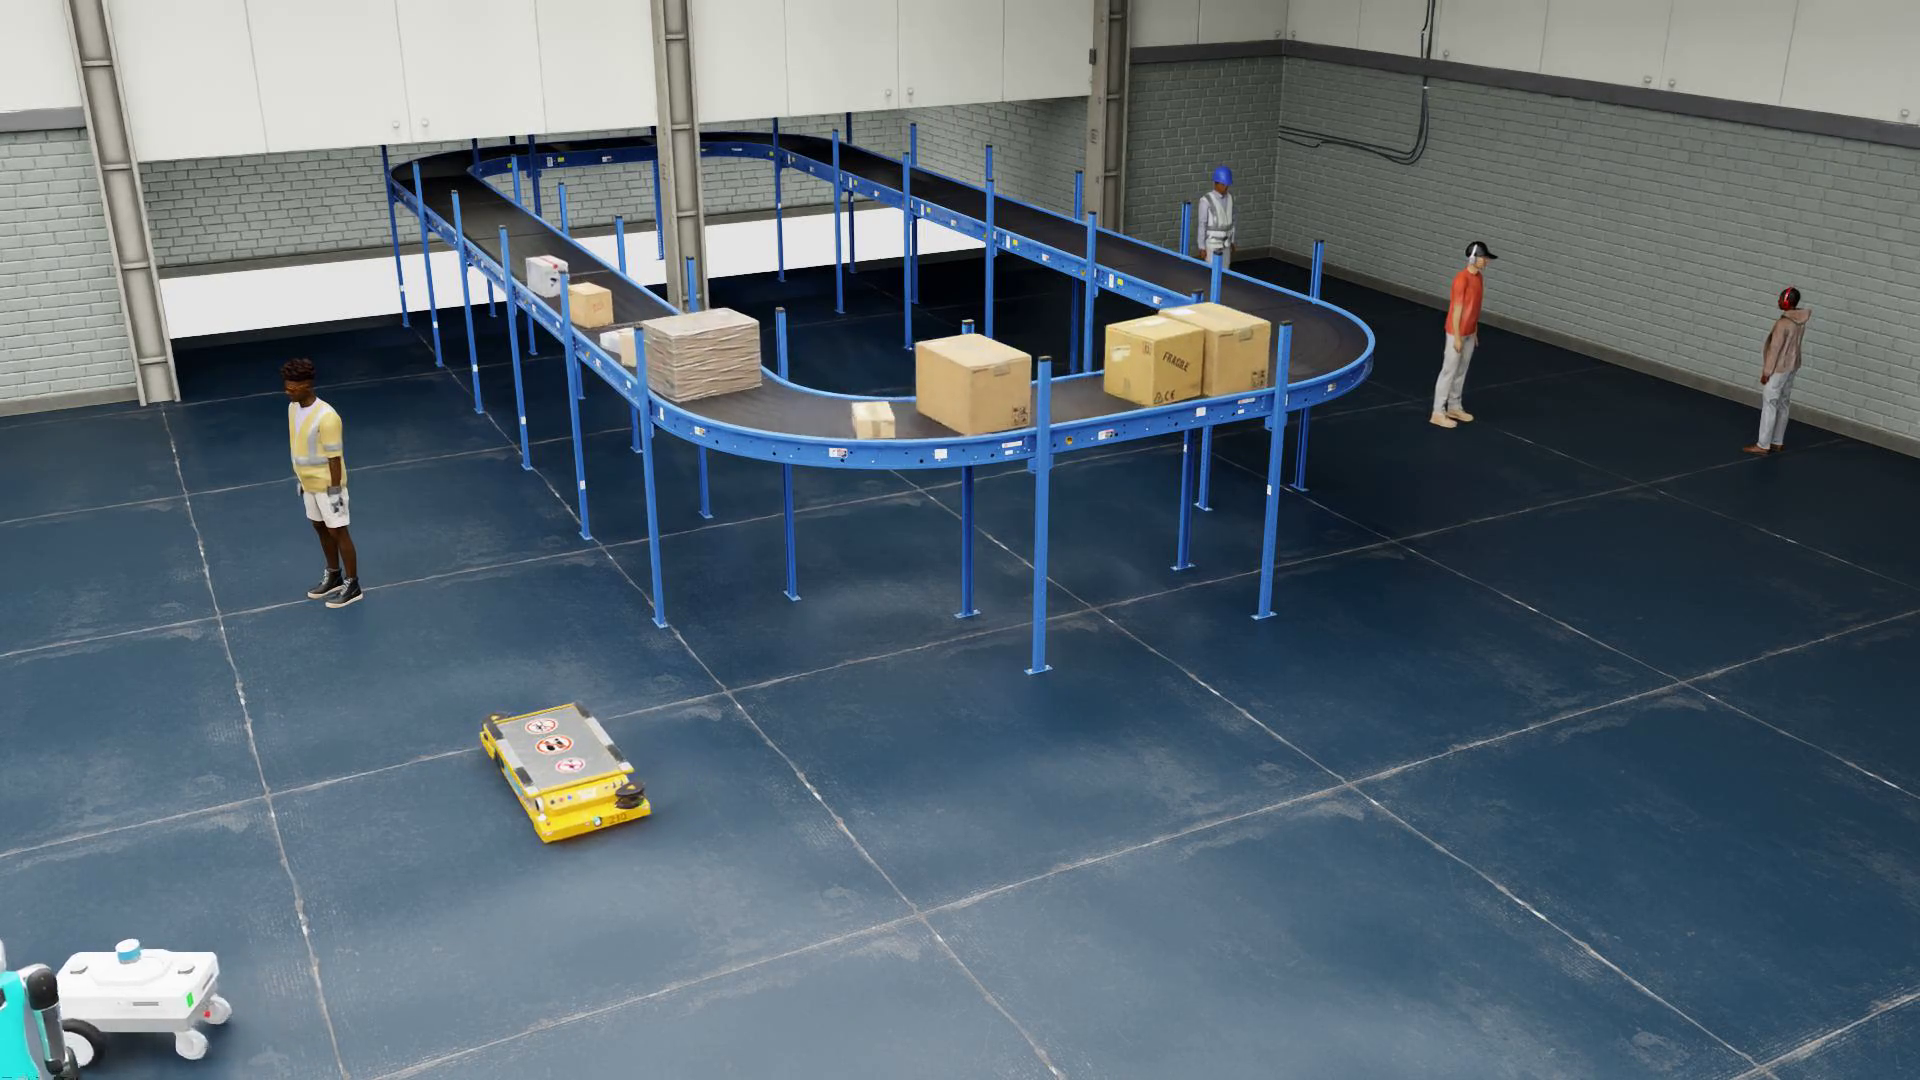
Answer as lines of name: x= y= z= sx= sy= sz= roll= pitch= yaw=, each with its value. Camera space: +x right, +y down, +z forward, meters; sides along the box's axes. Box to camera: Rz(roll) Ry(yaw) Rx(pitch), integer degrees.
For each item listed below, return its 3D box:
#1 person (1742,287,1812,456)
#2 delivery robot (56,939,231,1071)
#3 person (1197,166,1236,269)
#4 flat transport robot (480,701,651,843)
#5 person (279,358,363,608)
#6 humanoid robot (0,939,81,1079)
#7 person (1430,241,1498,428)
person: x=7.923 y=-1.626 z=16.056 sx=0.464 sy=1.647 sz=0.318 roll=-16 pitch=27 yaw=-34
delivery robot: x=-3.986 y=2.205 z=8.037 sx=0.775 sy=0.589 sz=0.499 roll=0 pitch=22 yaw=0
person: x=3.217 y=-3.716 z=20.844 sx=0.619 sy=1.935 sz=0.408 roll=-17 pitch=27 yaw=-35
flat transport robot: x=-2.491 y=1.409 z=10.393 sx=0.659 sy=0.231 sz=1.431 roll=-12 pitch=25 yaw=-27
person: x=-4.901 y=-0.450 z=12.740 sx=0.602 sy=1.959 sz=0.372 roll=19 pitch=29 yaw=38
humanoid robot: x=-3.406 y=2.365 z=6.106 sx=0.536 sy=1.783 sz=0.781 roll=-19 pitch=29 yaw=-39
person: x=5.139 y=-2.084 z=16.862 sx=0.431 sy=1.904 sz=0.472 roll=20 pitch=30 yaw=41
